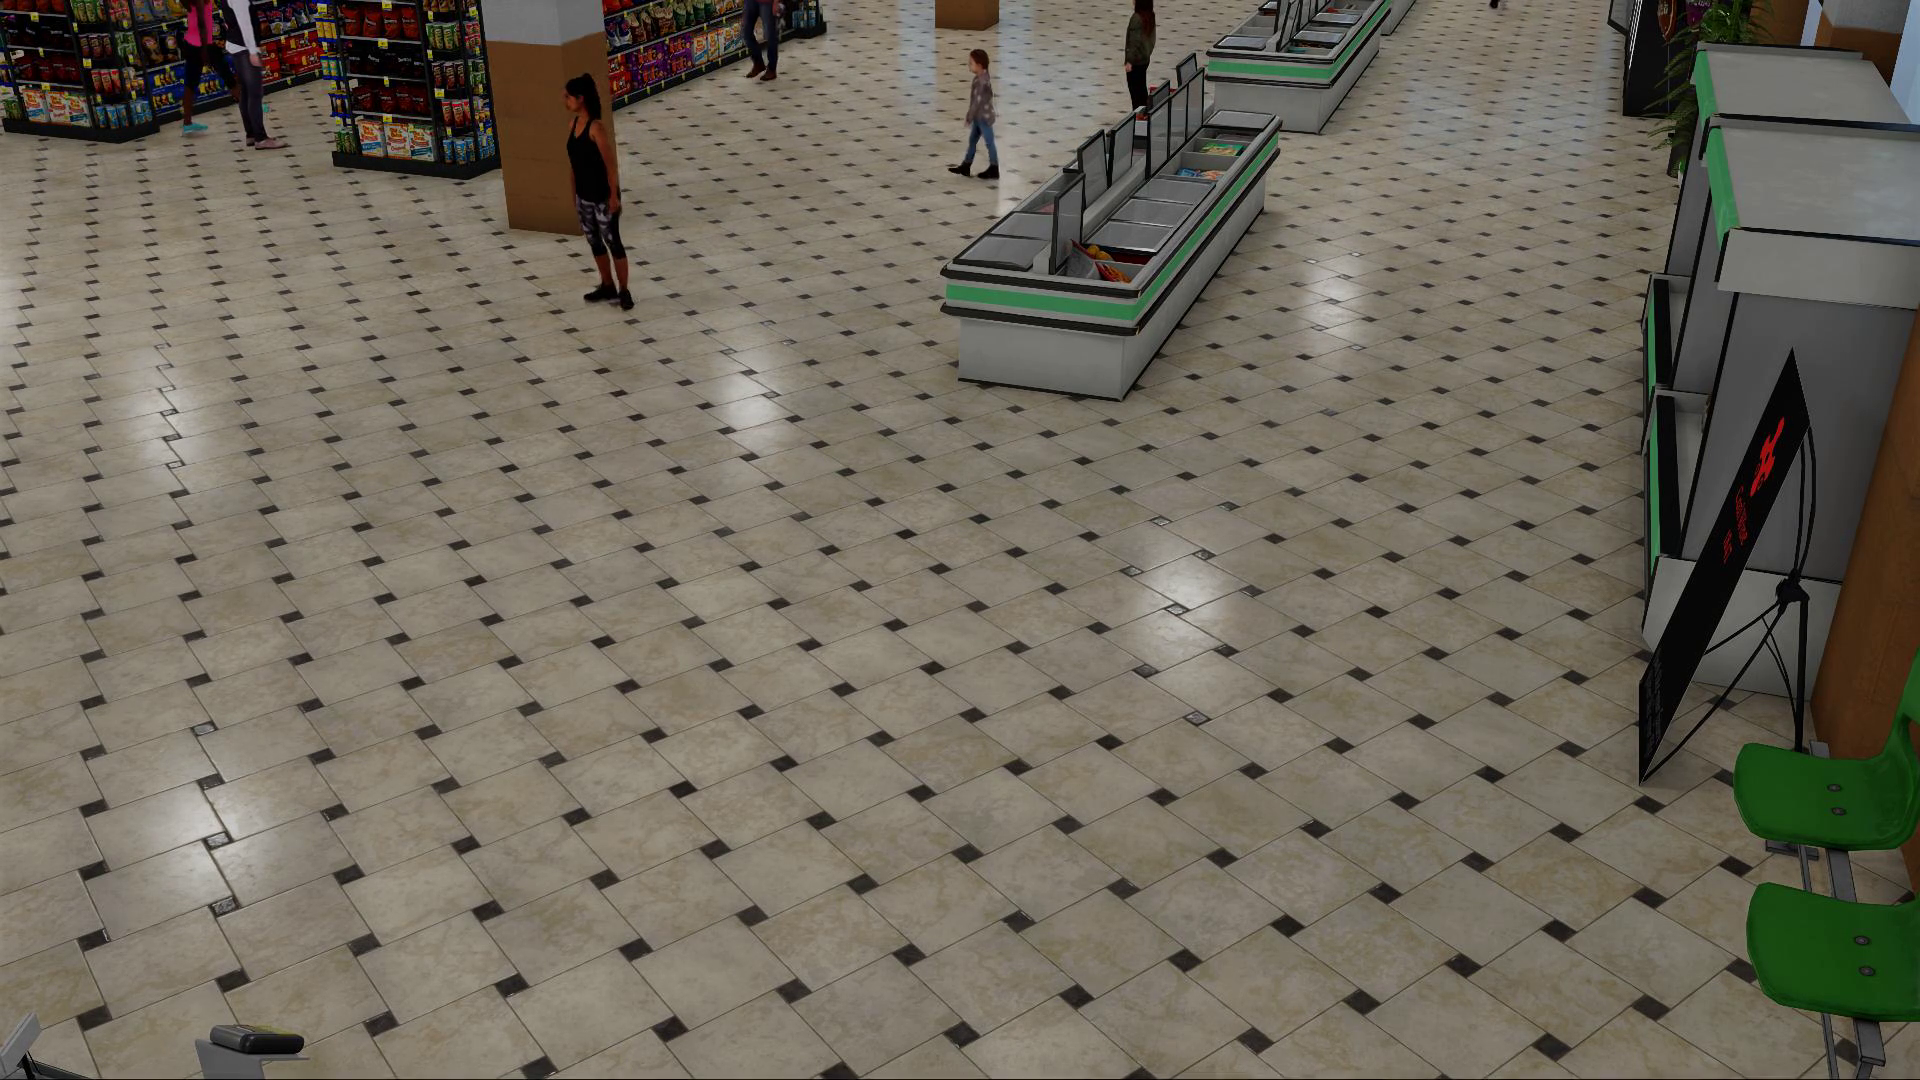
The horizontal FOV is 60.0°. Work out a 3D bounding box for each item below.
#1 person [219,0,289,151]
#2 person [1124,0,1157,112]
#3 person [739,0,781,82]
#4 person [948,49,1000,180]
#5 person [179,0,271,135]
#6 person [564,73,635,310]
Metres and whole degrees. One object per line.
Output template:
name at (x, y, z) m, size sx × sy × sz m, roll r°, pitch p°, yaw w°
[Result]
person at (-6.998, -4.775, 16.306) m, size 0.794 × 1.822 × 0.782 m, roll -19°, pitch 32°, yaw -32°
person at (1.817, -4.878, 16.894) m, size 0.670 × 1.475 × 0.491 m, roll 14°, pitch 30°, yaw 25°
person at (-2.250, -6.277, 19.270) m, size 0.742 × 1.821 × 0.679 m, roll 13°, pitch 30°, yaw 25°
person at (0.267, -3.897, 15.290) m, size 0.689 × 1.176 × 0.707 m, roll -2°, pitch 27°, yaw -4°
person at (-7.738, -4.925, 16.778) m, size 0.871 × 1.664 × 1.199 m, roll 22°, pitch 34°, yaw 37°
person at (-2.584, -2.516, 12.025) m, size 0.743 × 1.667 × 0.682 m, roll 17°, pitch 31°, yaw 30°
